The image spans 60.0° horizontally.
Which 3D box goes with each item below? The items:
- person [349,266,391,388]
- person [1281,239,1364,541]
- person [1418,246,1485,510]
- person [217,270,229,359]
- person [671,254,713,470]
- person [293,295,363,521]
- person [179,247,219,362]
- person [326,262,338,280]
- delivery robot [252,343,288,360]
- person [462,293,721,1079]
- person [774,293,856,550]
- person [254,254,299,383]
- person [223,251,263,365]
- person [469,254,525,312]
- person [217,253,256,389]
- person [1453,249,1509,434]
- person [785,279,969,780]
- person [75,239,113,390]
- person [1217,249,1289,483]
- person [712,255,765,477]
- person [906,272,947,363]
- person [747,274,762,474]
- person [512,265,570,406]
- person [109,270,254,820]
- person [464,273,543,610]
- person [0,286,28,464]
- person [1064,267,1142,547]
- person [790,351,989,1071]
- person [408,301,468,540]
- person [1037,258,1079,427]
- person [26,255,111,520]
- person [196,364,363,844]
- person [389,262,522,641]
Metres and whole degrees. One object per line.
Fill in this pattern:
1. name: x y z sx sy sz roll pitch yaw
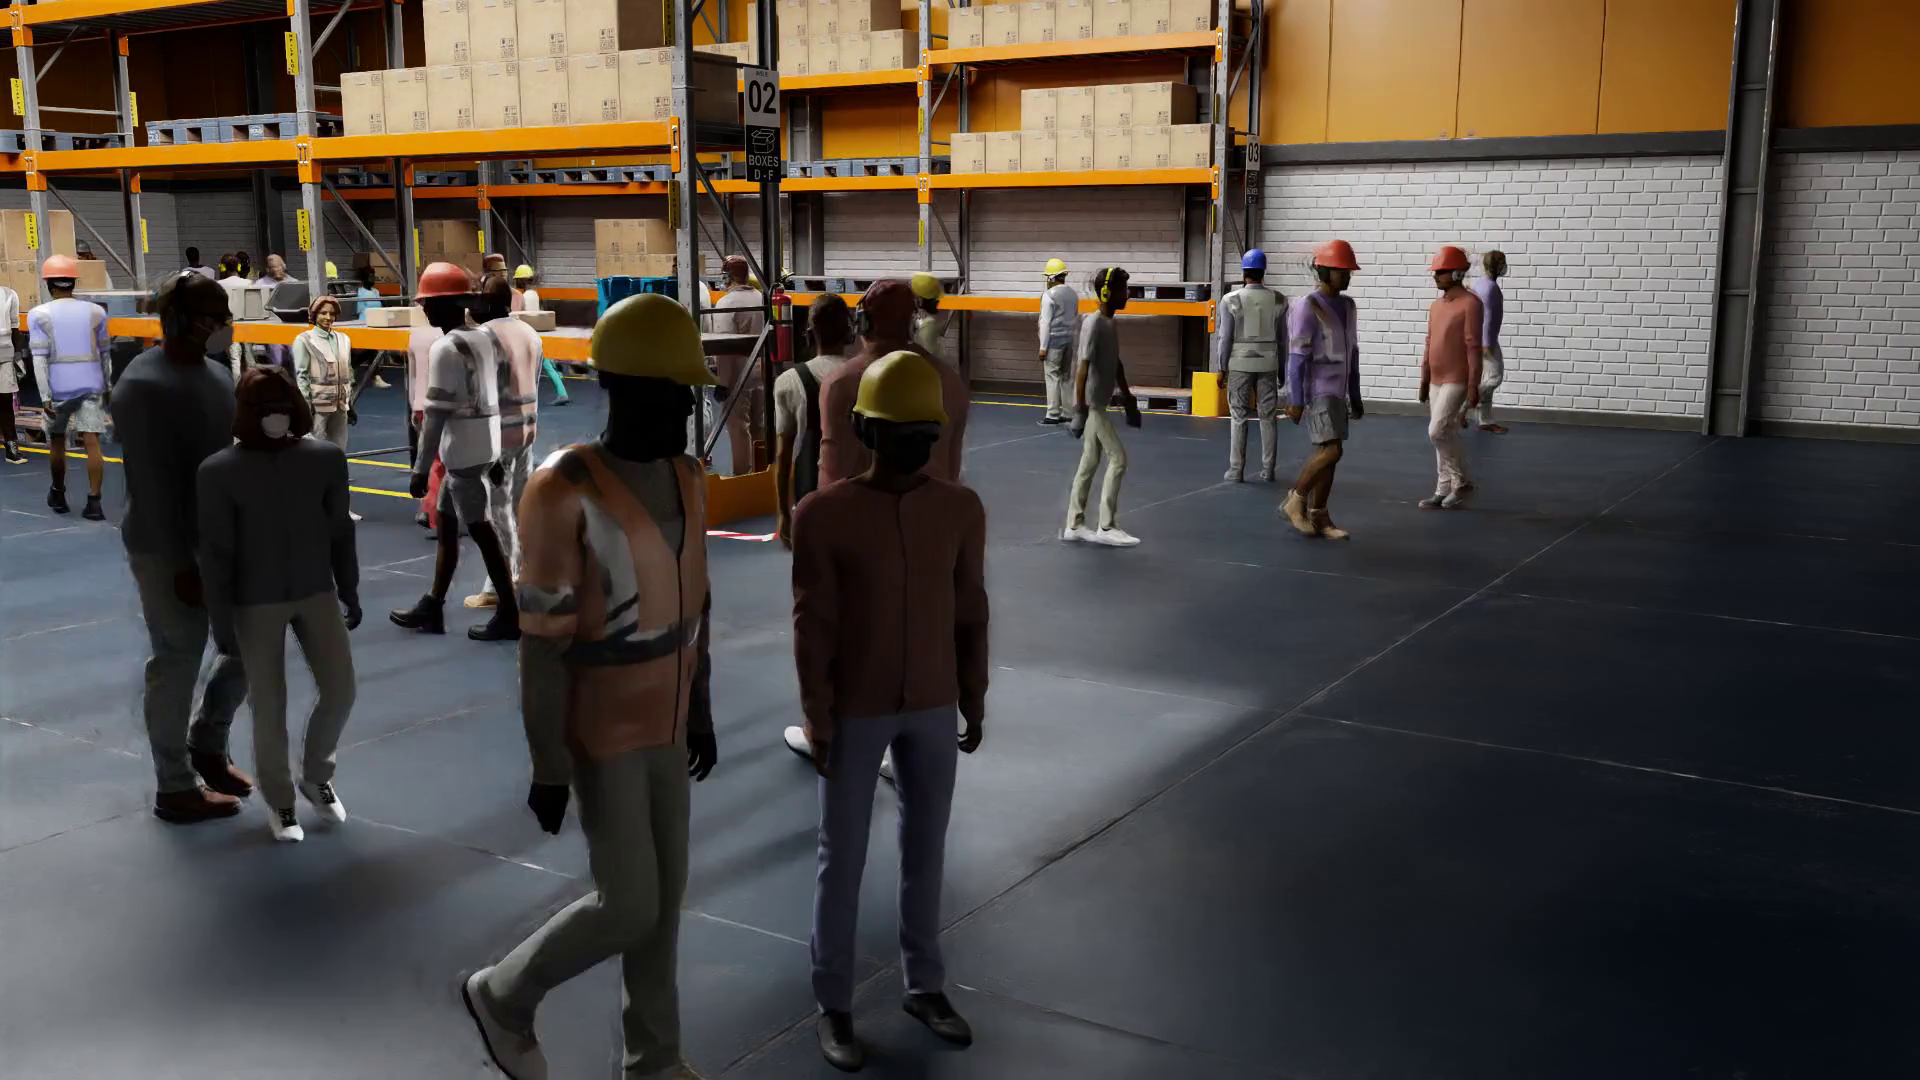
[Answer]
1. person: -8.217 -2.931 22.898 0.724 1.667 0.533 2 10 10
2. person: 2.486 -0.986 11.140 0.415 2.031 0.611 9 14 41
3. person: 3.625 -1.190 12.397 0.445 1.976 0.652 -2 11 -13
4. person: -12.438 -3.873 28.277 0.511 1.619 0.380 -9 14 -41
5. person: -2.353 -1.579 14.660 0.353 1.937 0.635 0 10 -1
6. person: -4.507 -0.919 11.844 0.314 1.636 0.514 4 11 23
7. person: -11.734 -3.552 25.664 0.392 1.914 0.587 6 12 31
8. person: -7.793 -2.525 20.408 0.938 1.754 0.638 8 13 36
9. delivery robot: -11.106 -3.143 26.906 0.707 0.478 0.477 3 11 15
10. person: -0.793 0.401 3.769 0.597 1.912 0.606 4 11 21
11. person: -0.547 -0.151 7.155 0.517 1.807 0.945 2 10 13
12. person: -8.194 -2.517 20.125 0.650 1.860 0.944 -8 13 -37
13. person: -11.613 -3.759 27.014 0.623 1.844 0.429 -5 11 -24
14. person: -4.105 -1.585 14.824 0.397 1.900 0.651 9 14 41
15. person: -8.723 -2.509 20.030 0.334 1.865 0.521 8 13 37
16. person: 5.463 -2.057 17.336 0.536 1.929 0.646 3 11 18
17. person: -0.347 -0.034 6.287 0.657 1.869 0.863 -7 12 -34
18. person: -11.710 -3.000 22.253 0.688 2.000 0.535 4 11 20
19. person: 2.447 -1.452 13.933 0.616 1.945 0.404 -1 10 -7
20. person: -1.744 -1.280 13.105 0.399 1.904 0.644 5 11 27
21. person: -0.316 -1.219 13.128 0.406 1.781 0.684 -3 11 -17
22. person: -1.705 -1.316 13.750 0.301 1.742 0.493 -8 13 -37
23. person: -5.201 -2.470 20.218 0.899 1.719 0.544 1 10 4
24. person: -2.660 0.032 5.783 0.454 1.918 0.649 2 10 9
25. person: -2.553 -0.537 9.160 0.429 1.844 0.624 3 11 18
26. person: -8.726 -1.644 14.943 0.367 1.966 0.606 9 13 40
27. person: 0.994 -0.872 11.027 0.693 1.844 0.551 3 11 14
28. person: -0.158 0.418 4.101 0.526 1.765 0.335 -5 11 -26
29. person: -3.490 -0.866 11.233 0.358 1.752 0.535 -10 14 -43
30. person: 1.052 -2.144 18.130 0.404 1.824 0.586 7 13 36
31. person: -6.527 -1.119 12.198 0.558 1.904 0.888 -8 13 -38
32. person: -2.259 0.222 5.562 0.522 1.619 0.377 -8 13 -38
33. person: -2.599 -0.422 8.343 0.868 1.898 0.570 1 10 4
